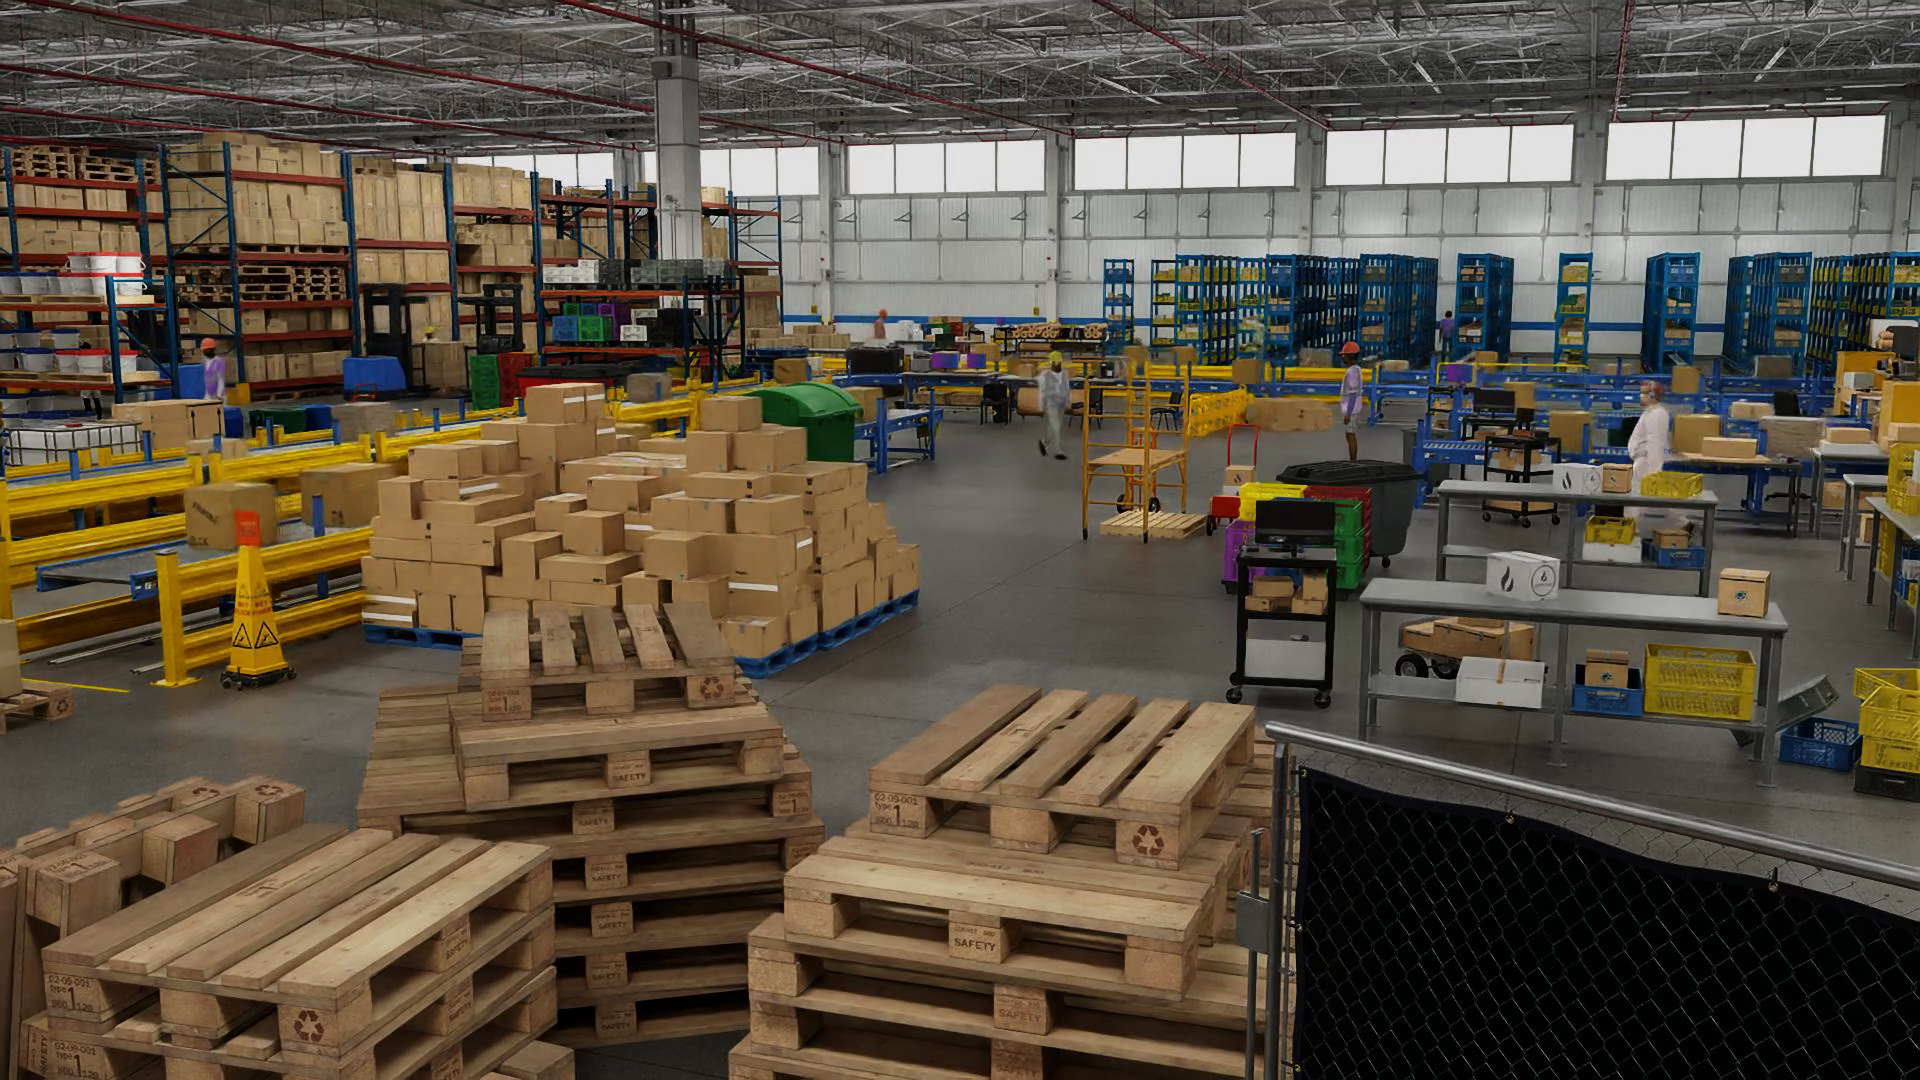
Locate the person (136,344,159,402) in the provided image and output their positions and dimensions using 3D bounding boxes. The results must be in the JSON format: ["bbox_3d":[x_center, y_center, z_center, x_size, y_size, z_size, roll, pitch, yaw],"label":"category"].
[{"bbox_3d":[-16.660,-3.197,34.060,0.278,1.634,0.497,4,10,25],"label":"person"}]

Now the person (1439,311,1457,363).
[{"bbox_3d":[16.501,-6.833,56.254,0.563,1.838,0.388,3,9,17],"label":"person"}]

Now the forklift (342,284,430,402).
[{"bbox_3d":[-13.827,-4.738,39.841,1.129,2.768,1.873,3,10,20],"label":"forklift"}]

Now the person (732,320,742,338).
[{"bbox_3d":[-6.583,-5.565,48.624,0.465,1.725,0.588,-3,10,-20],"label":"person"}]

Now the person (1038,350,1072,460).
[{"bbox_3d":[1.536,-2.236,27.503,0.591,1.809,0.794,-7,11,-37],"label":"person"}]

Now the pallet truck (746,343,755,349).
[{"bbox_3d":[-6.183,-4.618,44.264,1.601,1.201,0.680,-9,12,-43],"label":"pallet truck"}]

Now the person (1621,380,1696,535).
[{"bbox_3d":[7.726,-0.842,18.520,0.857,1.884,0.646,5,10,29],"label":"person"}]

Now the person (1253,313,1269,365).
[{"bbox_3d":[9.733,-6.424,53.777,0.700,1.813,0.595,4,10,26],"label":"person"}]

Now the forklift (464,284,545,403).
[{"bbox_3d":[-10.832,-4.702,39.610,1.129,2.768,1.873,3,10,20],"label":"forklift"}]

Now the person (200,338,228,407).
[{"bbox_3d":[-13.335,-2.608,29.502,0.576,1.904,0.859,4,10,26],"label":"person"}]

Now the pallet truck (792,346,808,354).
[{"bbox_3d":[-3.705,-4.298,42.022,0.653,1.274,1.630,3,10,20],"label":"pallet truck"}]

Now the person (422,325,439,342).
[{"bbox_3d":[-13.835,-4.781,43.698,0.563,1.732,0.670,2,9,14],"label":"person"}]

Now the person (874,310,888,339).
[{"bbox_3d":[-2.452,-6.393,53.188,1.039,1.919,0.631,-1,9,-8],"label":"person"}]

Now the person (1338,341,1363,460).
[{"bbox_3d":[5.848,-1.958,25.002,0.374,2.043,0.612,3,9,15],"label":"person"}]

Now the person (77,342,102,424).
[{"bbox_3d":[-17.460,-3.110,33.320,0.320,1.697,0.532,4,10,23],"label":"person"}]

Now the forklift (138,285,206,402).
[{"bbox_3d":[-17.480,-4.200,36.461,1.873,2.768,1.129,3,10,19],"label":"forklift"}]
